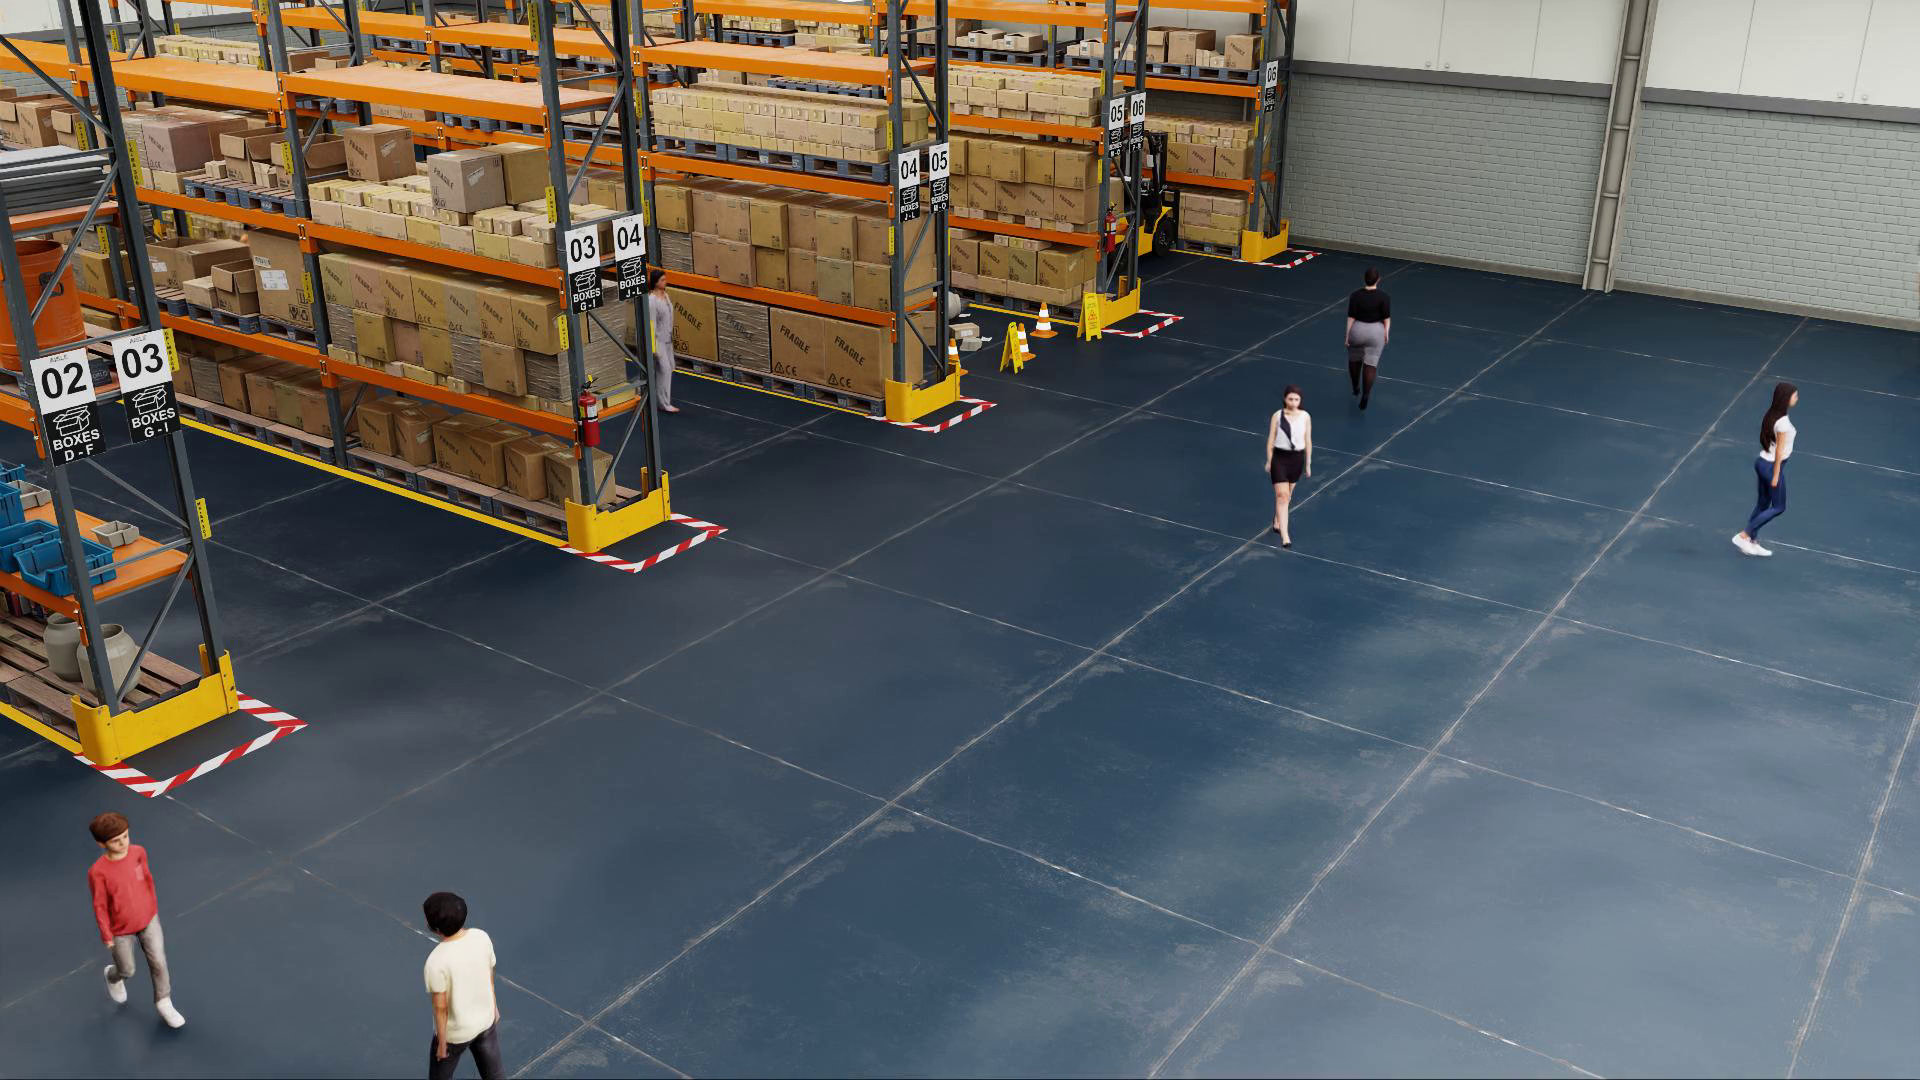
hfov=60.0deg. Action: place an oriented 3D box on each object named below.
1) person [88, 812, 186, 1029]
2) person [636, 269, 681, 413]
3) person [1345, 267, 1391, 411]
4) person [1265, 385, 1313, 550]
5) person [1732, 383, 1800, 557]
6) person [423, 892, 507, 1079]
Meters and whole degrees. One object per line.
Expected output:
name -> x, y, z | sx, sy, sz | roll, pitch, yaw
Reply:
person -> -4.922, 2.214, 9.781 | 0.829, 1.400, 0.527 | 16, 28, 32
person -> -3.722, -2.427, 20.239 | 0.925, 1.757, 0.741 | 9, 25, 20
person -> 4.942, -2.406, 20.237 | 1.152, 1.718, 0.982 | 7, 24, 15
person -> 3.241, -0.762, 16.511 | 1.057, 1.609, 1.029 | -1, 23, -1
person -> 7.744, -0.669, 16.094 | 0.758, 1.764, 0.708 | 4, 23, 9
person -> -2.576, 2.557, 8.745 | 0.577, 1.579, 0.626 | 19, 29, 37
